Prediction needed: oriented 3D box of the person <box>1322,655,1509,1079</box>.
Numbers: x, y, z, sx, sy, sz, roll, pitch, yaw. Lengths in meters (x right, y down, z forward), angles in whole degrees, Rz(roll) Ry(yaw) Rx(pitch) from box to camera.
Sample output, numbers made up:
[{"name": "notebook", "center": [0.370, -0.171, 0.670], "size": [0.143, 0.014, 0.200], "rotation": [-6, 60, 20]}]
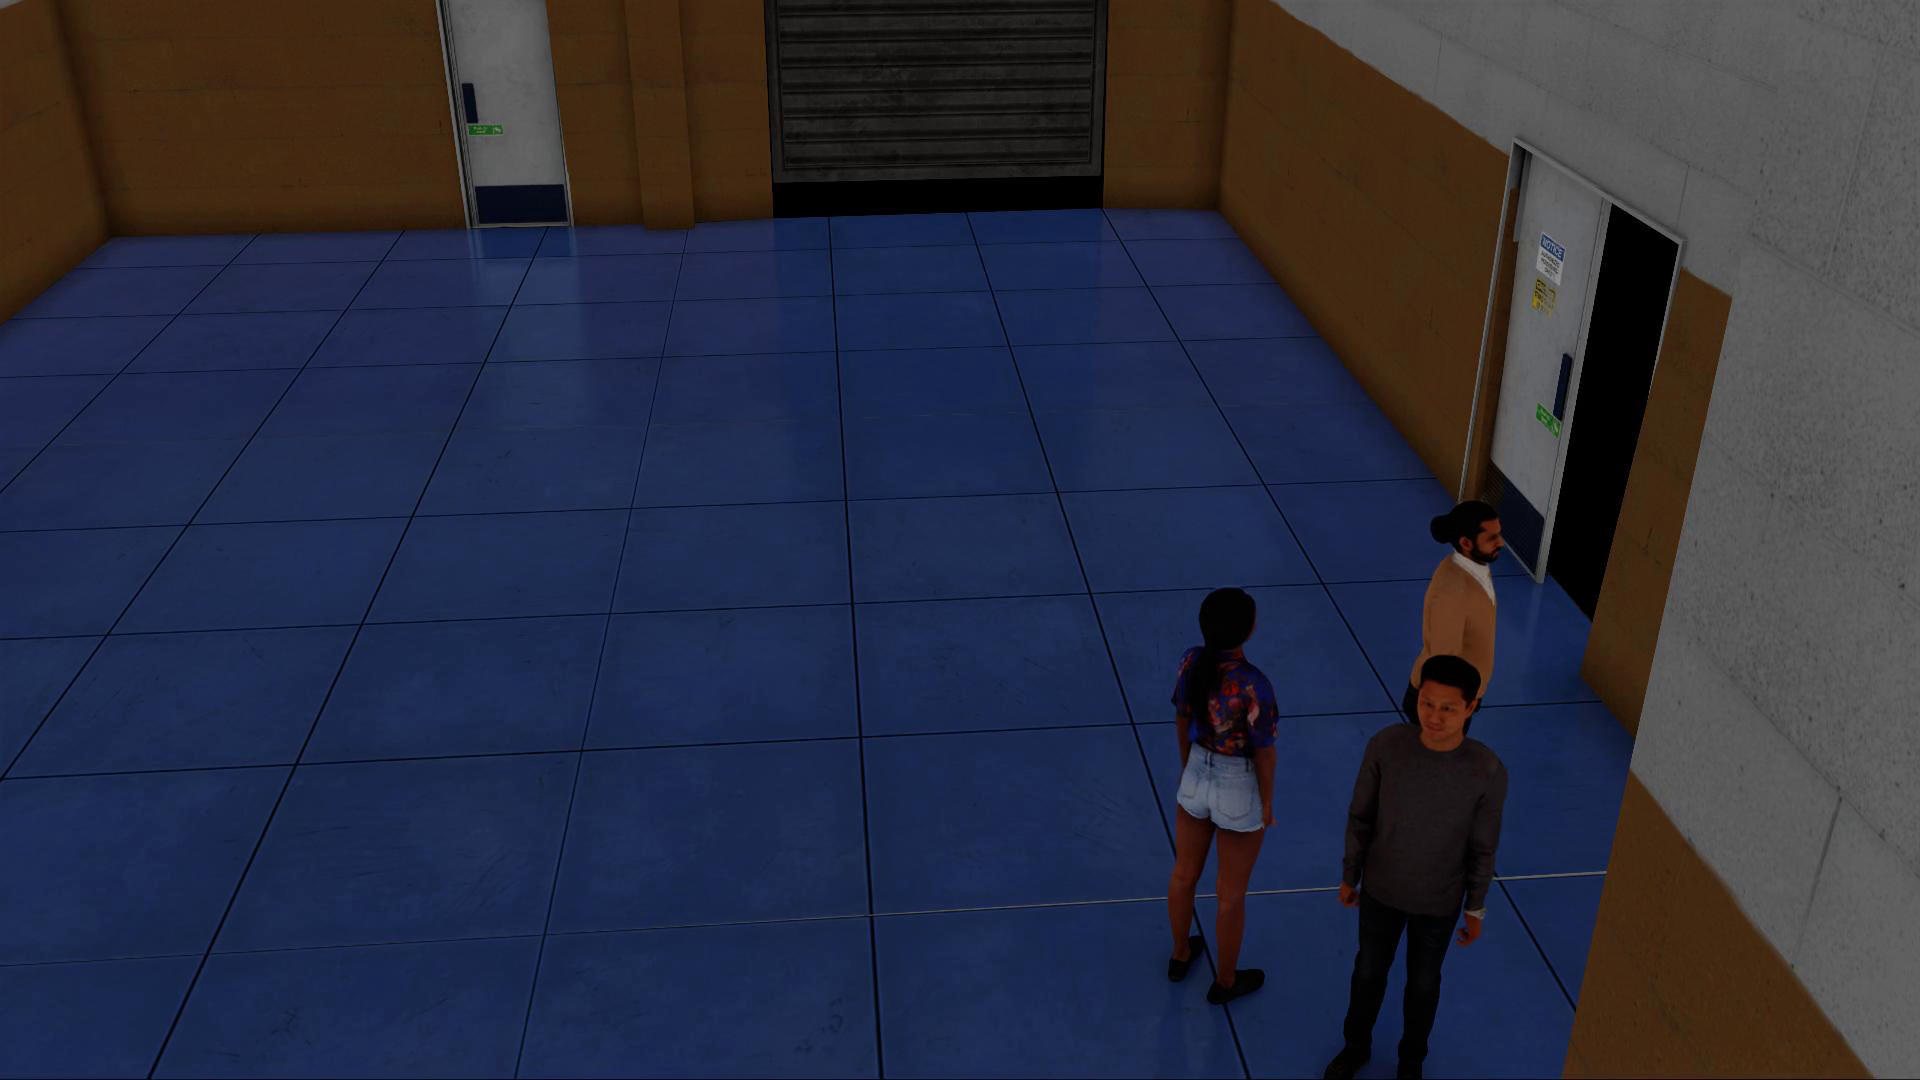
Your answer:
[{"name": "person", "center": [1.550, 1.171, 5.660], "size": [0.655, 1.769, 0.778], "rotation": [-9, 28, -17]}]

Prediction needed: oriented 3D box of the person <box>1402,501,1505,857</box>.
[{"name": "person", "center": [1.963, 0.637, 6.721], "size": [0.755, 1.755, 0.750], "rotation": [11, 29, 21]}]

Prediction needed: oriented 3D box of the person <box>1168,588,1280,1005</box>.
[{"name": "person", "center": [0.960, 0.941, 6.145], "size": [0.664, 1.741, 0.711], "rotation": [23, 35, 38]}]
